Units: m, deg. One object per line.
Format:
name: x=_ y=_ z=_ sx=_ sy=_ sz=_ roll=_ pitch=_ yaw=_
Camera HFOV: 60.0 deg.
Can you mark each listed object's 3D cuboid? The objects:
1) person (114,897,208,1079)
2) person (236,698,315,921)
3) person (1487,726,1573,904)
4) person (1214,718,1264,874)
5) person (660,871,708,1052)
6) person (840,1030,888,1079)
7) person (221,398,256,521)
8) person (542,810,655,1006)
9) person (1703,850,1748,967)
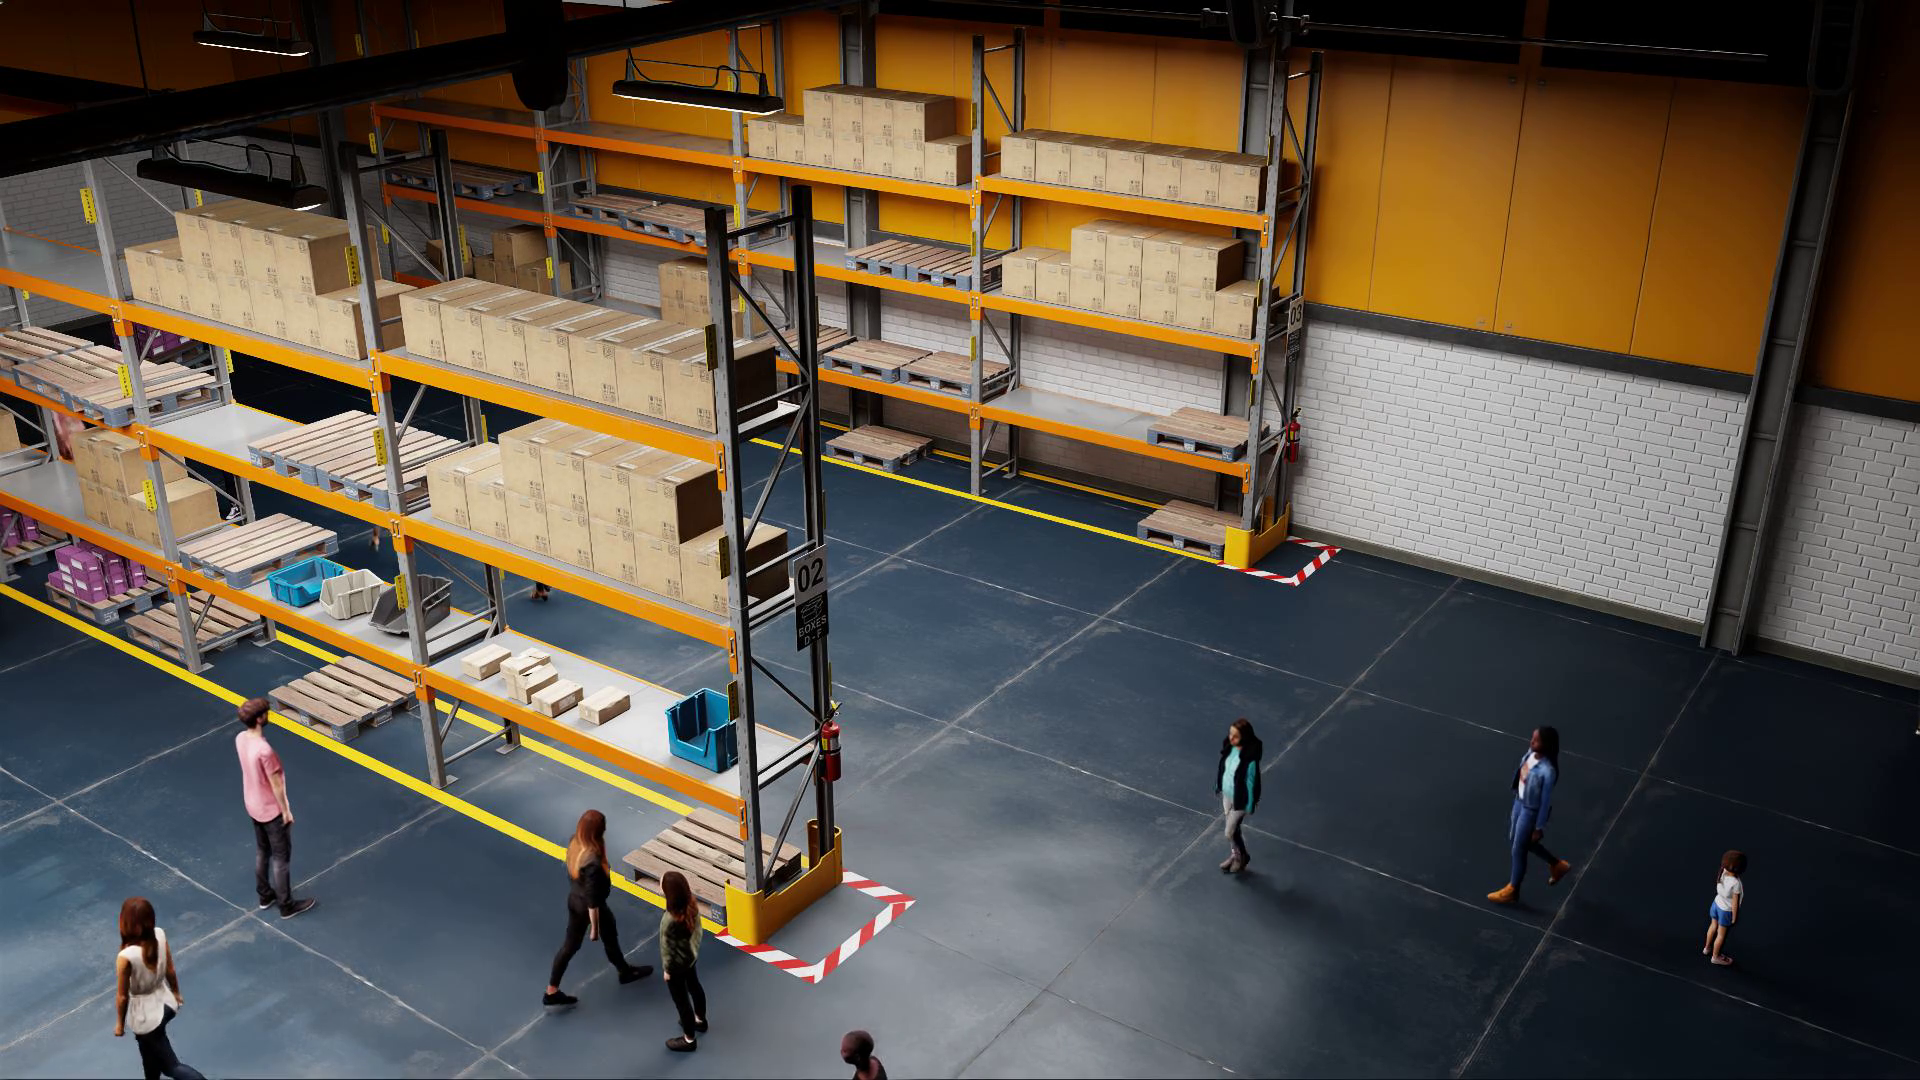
person: x=-5.449 y=3.280 z=11.415 sx=1.198 sy=1.749 sz=0.925 roll=3 pitch=24 yaw=7
person: x=-5.697 y=2.194 z=13.643 sx=0.494 sy=1.955 sz=0.666 roll=17 pitch=29 yaw=33
person: x=4.813 y=2.277 z=13.775 sx=1.032 sy=1.697 sz=0.922 roll=-1 pitch=24 yaw=-1
person: x=2.438 y=2.170 z=14.279 sx=0.742 sy=1.490 sz=0.667 roll=-11 pitch=26 yaw=-23
person: x=-2.042 y=3.073 z=12.233 sx=0.605 sy=1.474 sz=0.634 roll=6 pitch=24 yaw=13
person: x=-0.477 y=3.767 z=10.346 sx=1.230 sy=1.713 sz=1.039 roll=1 pitch=24 yaw=2
person: x=-9.393 y=-1.125 z=21.468 sx=0.690 sy=1.769 sz=0.759 roll=-3 pitch=24 yaw=-6
person: x=-2.914 y=2.813 z=12.589 sx=0.943 sy=1.664 sz=1.140 roll=-15 pitch=28 yaw=-30
person: x=6.079 y=2.897 z=13.203 sx=0.538 sy=1.019 sz=0.489 roll=-2 pitch=24 yaw=-3
